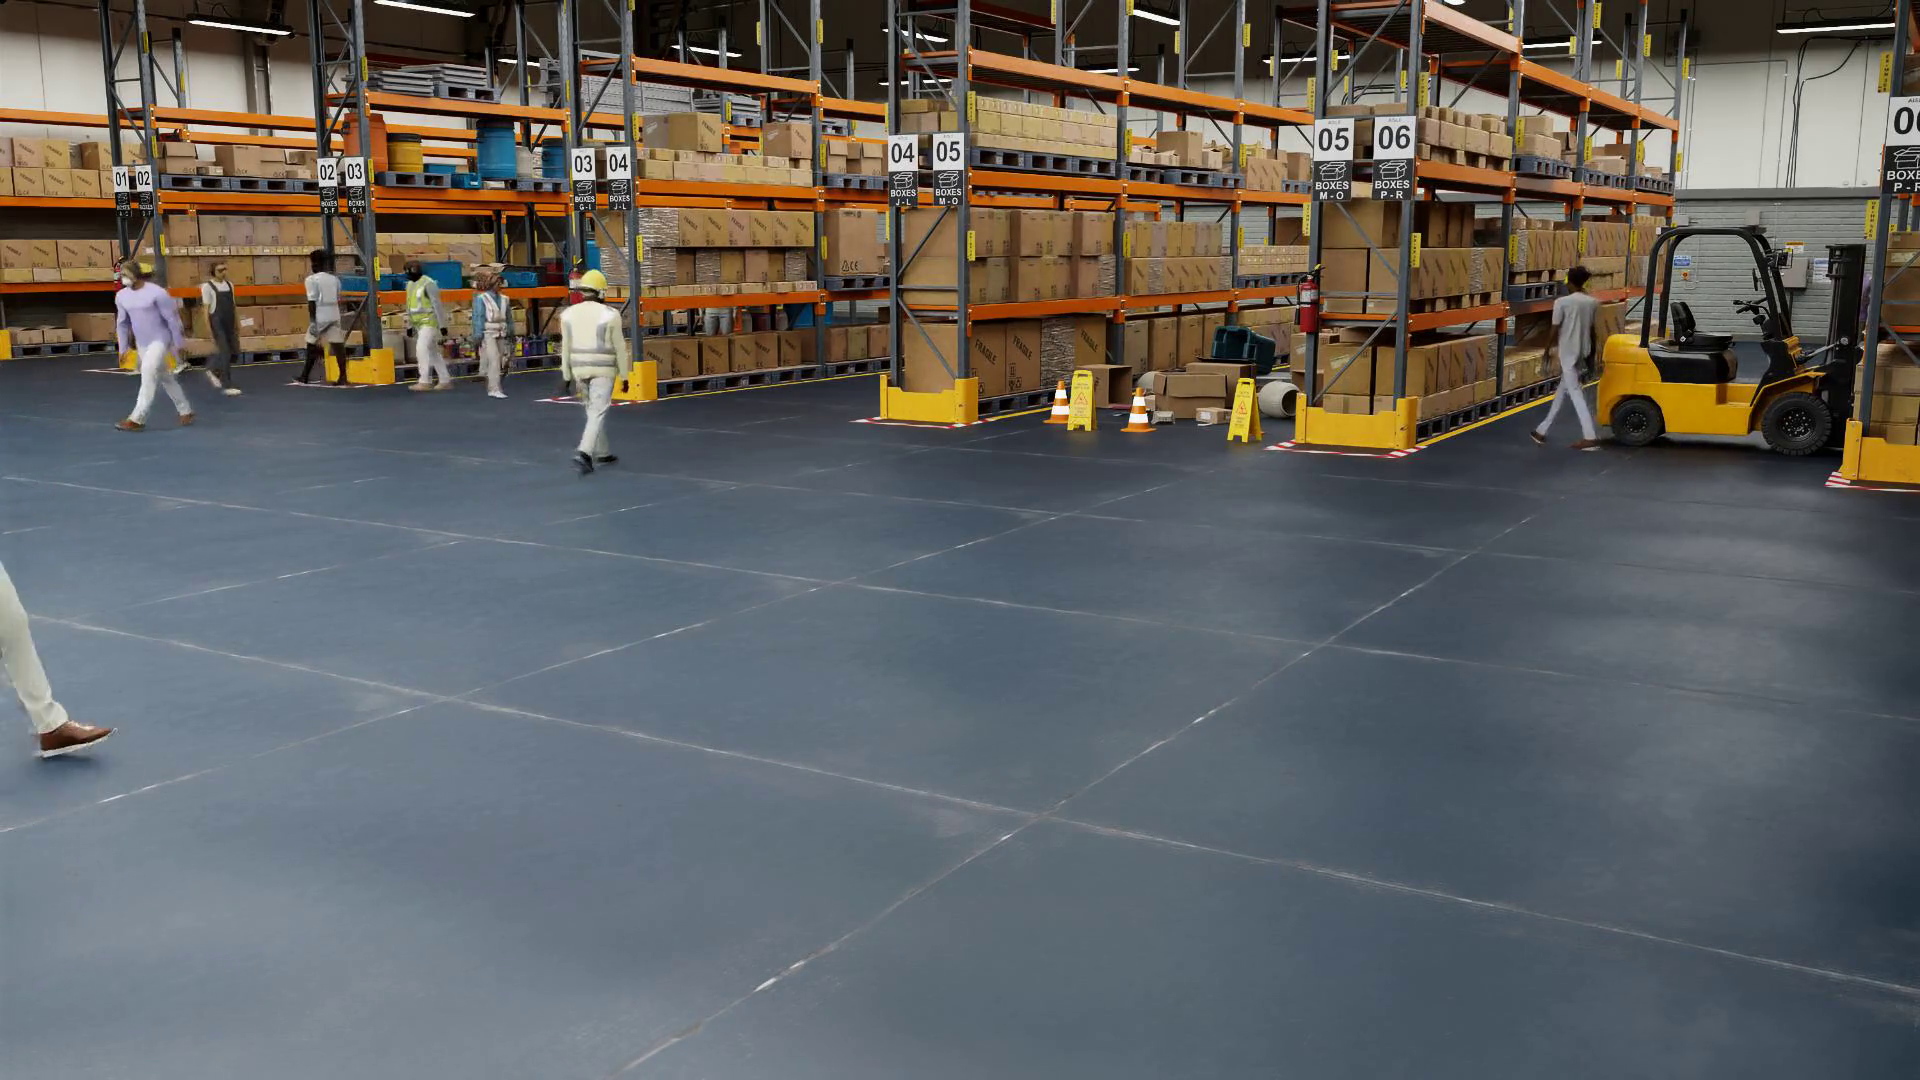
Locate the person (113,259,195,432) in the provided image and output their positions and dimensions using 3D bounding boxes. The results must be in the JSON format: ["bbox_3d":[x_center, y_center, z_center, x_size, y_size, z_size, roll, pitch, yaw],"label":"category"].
[{"bbox_3d":[-8.781,-2.110,18.074,0.635,1.855,1.104,4,11,20],"label":"person"}]

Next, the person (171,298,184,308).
[{"bbox_3d":[-14.596,-4.262,30.730,0.493,1.624,0.281,0,10,-1],"label":"person"}]

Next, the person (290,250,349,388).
[{"bbox_3d":[-9.008,-3.093,23.337,0.968,1.918,0.630,5,11,28],"label":"person"}]

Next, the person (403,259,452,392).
[{"bbox_3d":[-7.330,-2.923,22.740,0.804,1.797,0.647,-9,13,-40],"label":"person"}]

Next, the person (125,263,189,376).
[{"bbox_3d":[-12.401,-3.403,25.618,0.868,1.729,0.523,-10,14,-44],"label":"person"}]

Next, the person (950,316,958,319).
[{"bbox_3d":[0.102,-3.018,22.625,0.606,2.035,0.403,6,12,31],"label":"person"}]

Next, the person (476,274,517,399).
[{"bbox_3d":[-6.016,-2.647,21.693,0.627,1.612,0.539,6,12,31],"label":"person"}]

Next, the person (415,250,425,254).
[{"bbox_3d":[-10.560,-4.747,32.709,0.572,1.887,0.353,6,12,32],"label":"person"}]

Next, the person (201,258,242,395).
[{"bbox_3d":[-9.914,-2.855,22.276,0.569,1.829,0.539,3,11,18],"label":"person"}]

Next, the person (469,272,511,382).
[{"bbox_3d":[-6.930,-3.129,24.430,0.506,1.610,0.686,9,14,41],"label":"person"}]

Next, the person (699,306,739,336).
[{"bbox_3d":[-3.665,-3.434,25.257,0.629,1.932,0.373,0,10,0],"label":"person"}]

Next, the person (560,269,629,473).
[{"bbox_3d":[-3.273,-1.506,14.825,0.606,1.800,0.892,3,11,17],"label":"person"}]

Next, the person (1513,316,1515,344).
[{"bbox_3d":[10.027,-4.149,29.368,0.541,1.894,0.983,8,13,37],"label":"person"}]

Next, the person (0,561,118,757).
[{"bbox_3d":[-3.751,-0.014,6.337,0.897,1.829,0.565,1,10,6],"label":"person"}]

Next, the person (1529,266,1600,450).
[{"bbox_3d":[6.027,-1.806,16.495,0.560,1.798,0.992,-5,11,-24],"label":"person"}]

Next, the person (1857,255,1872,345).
[{"bbox_3d":[12.799,-3.180,23.850,0.585,1.921,0.392,6,12,30],"label":"person"}]
